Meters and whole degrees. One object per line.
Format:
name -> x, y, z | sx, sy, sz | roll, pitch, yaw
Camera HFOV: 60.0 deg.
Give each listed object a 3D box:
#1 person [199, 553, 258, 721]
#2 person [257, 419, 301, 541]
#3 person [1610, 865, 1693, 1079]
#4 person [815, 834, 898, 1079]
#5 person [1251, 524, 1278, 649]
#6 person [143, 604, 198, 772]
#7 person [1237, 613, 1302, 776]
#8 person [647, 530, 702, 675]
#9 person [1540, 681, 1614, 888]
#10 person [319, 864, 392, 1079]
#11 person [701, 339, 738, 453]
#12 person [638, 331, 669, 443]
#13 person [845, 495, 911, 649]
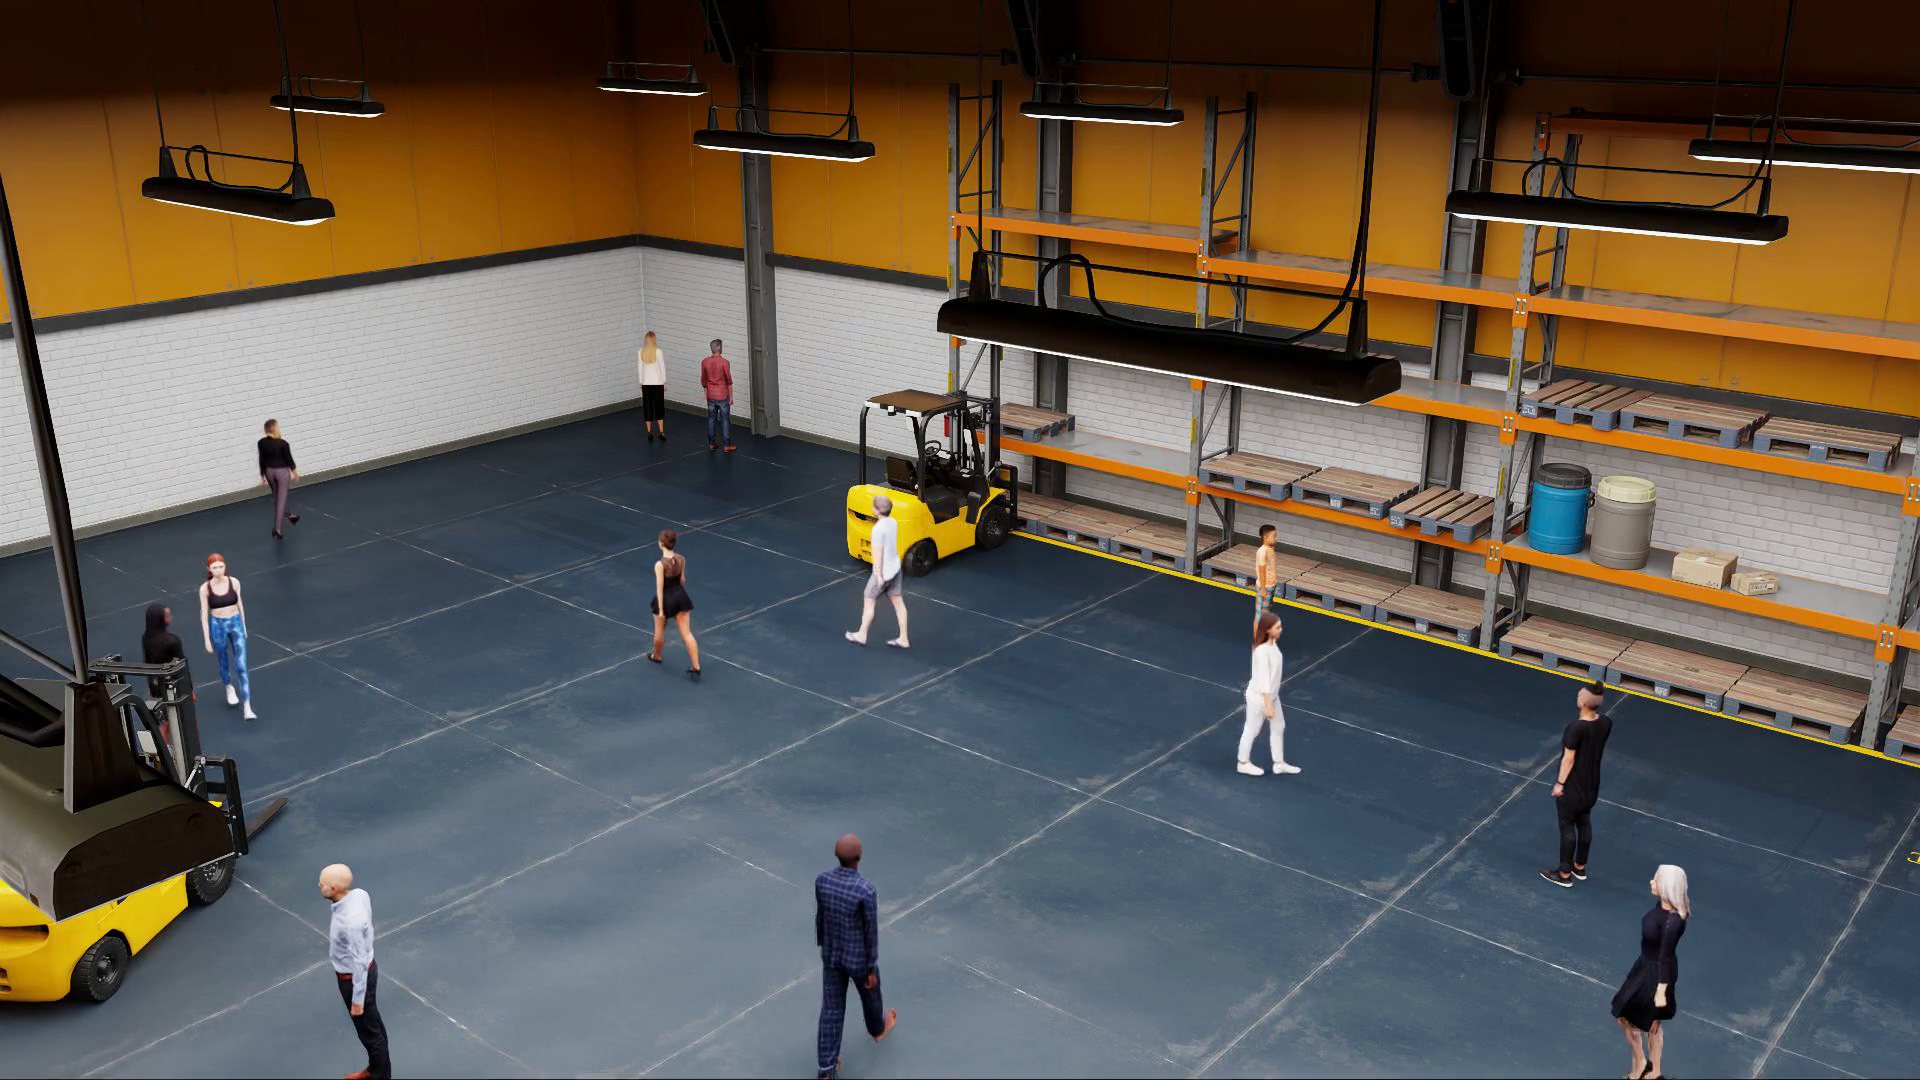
person -> -7.608, 0.989, 17.216 | 0.823, 1.725, 1.280 | -12, 22, -32
person -> -9.321, -0.787, 22.624 | 1.040, 1.639, 0.995 | 3, 19, 8
person -> 4.784, 2.998, 11.238 | 0.764, 1.733, 0.732 | 6, 20, 18
person -> -0.809, 2.910, 11.443 | 1.177, 1.769, 0.969 | 8, 20, 22
person -> 3.487, 0.523, 19.013 | 0.575, 1.461, 0.582 | 7, 20, 21
person -> -7.582, 1.433, 15.932 | 0.617, 1.704, 0.799 | 4, 19, 12
person -> 2.816, 1.476, 15.856 | 0.912, 1.670, 0.769 | 8, 20, 22
person -> -3.092, 0.723, 18.157 | 1.142, 1.629, 0.643 | 17, 25, 42
person -> 5.199, 2.014, 13.956 | 0.740, 1.864, 0.680 | -12, 22, -32
person -> -4.061, 2.978, 11.211 | 0.785, 1.789, 0.662 | -7, 20, -19
person -> -3.927, -2.355, 26.981 | 0.615, 1.830, 0.815 | 7, 20, 20
person -> -5.077, -2.541, 27.489 | 0.655, 1.858, 0.751 | 1, 19, 3
person -> -0.760, 0.386, 18.884 | 1.033, 1.803, 0.765 | 11, 21, 29
